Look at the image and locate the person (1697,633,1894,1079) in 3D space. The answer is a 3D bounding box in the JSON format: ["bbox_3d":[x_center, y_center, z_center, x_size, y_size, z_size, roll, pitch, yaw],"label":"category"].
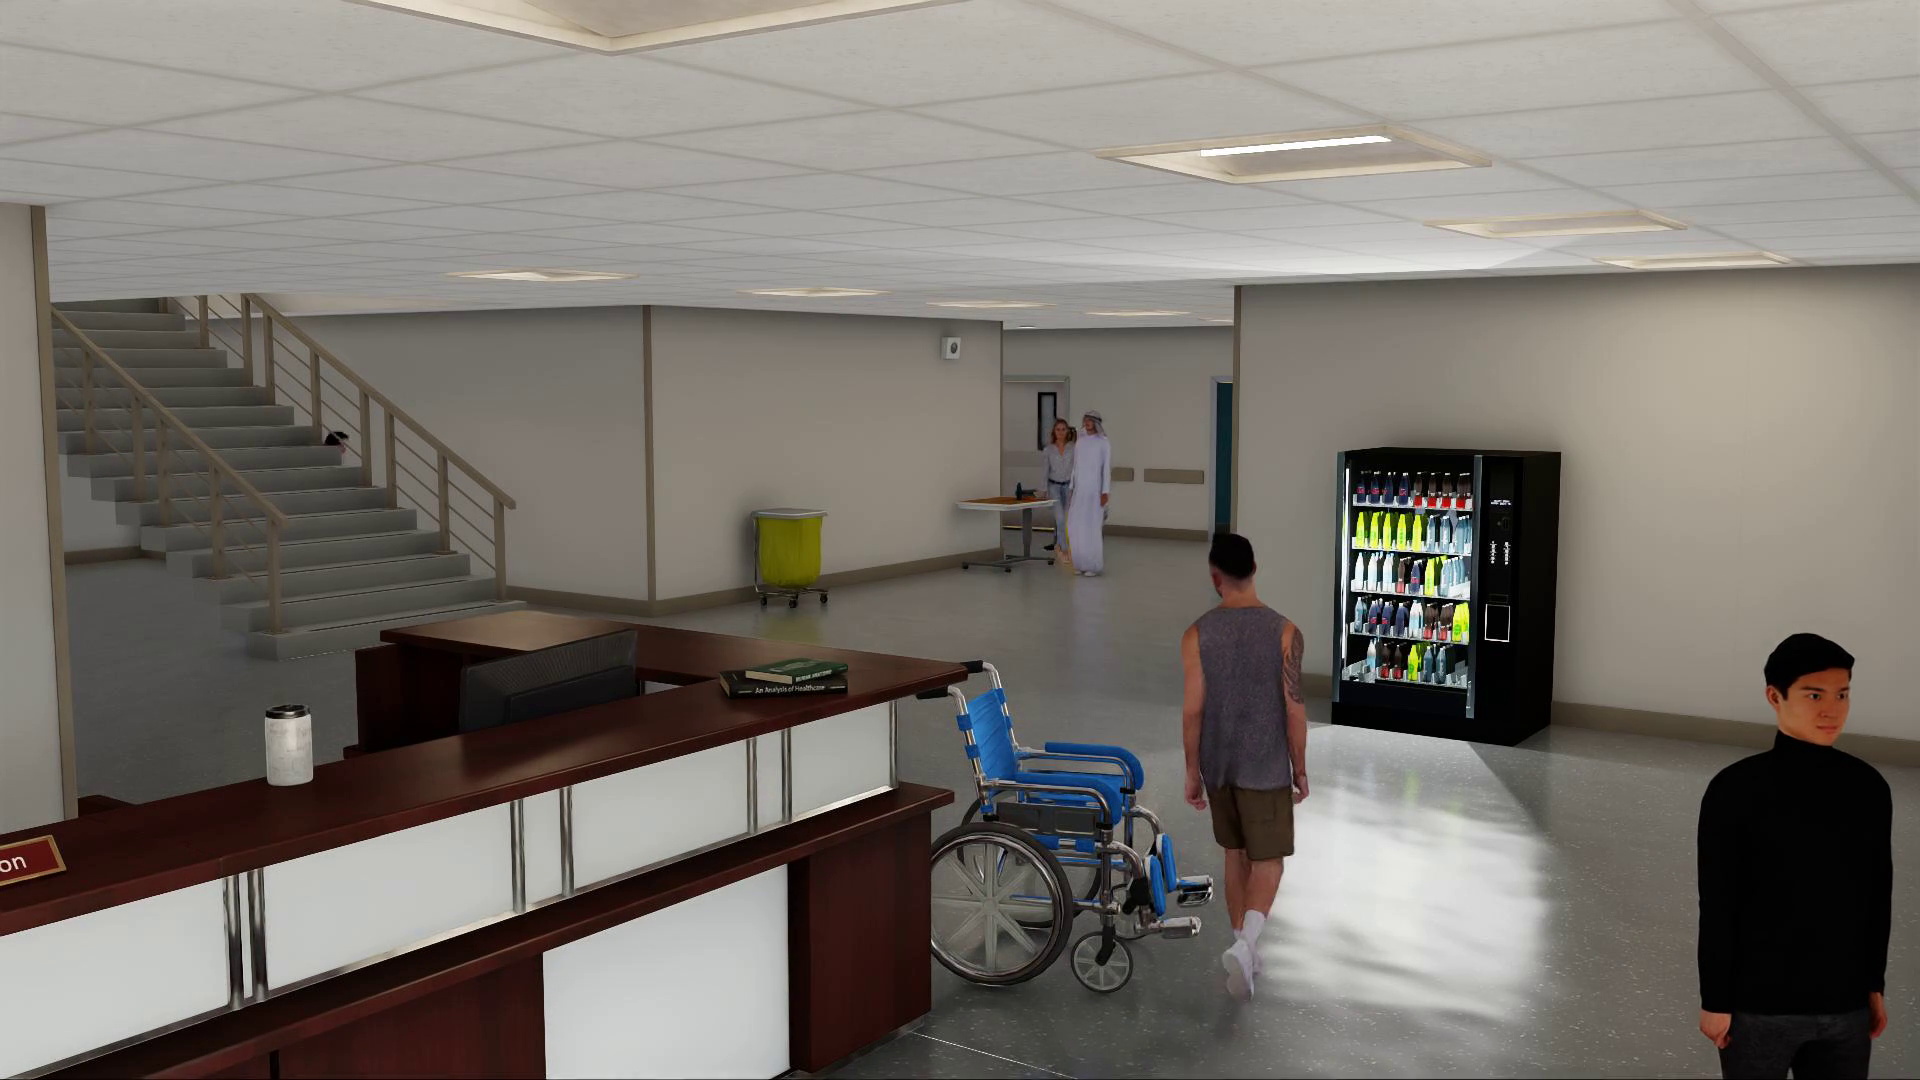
[{"bbox_3d":[2.067,1.080,4.125,0.690,1.721,0.769,-1,6,-6],"label":"person"}]

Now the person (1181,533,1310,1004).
[{"bbox_3d":[1.068,0.900,6.349,1.038,1.803,0.911,2,6,20],"label":"person"}]

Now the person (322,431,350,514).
[{"bbox_3d":[-6.617,-0.243,17.374,1.181,1.700,1.121,-1,6,-14],"label":"person"}]

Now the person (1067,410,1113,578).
[{"bbox_3d":[1.518,-0.551,19.327,0.684,1.921,0.811,5,8,43],"label":"person"}]

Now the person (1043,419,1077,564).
[{"bbox_3d":[1.244,-0.572,20.444,1.217,1.739,1.198,0,6,-4],"label":"person"}]
